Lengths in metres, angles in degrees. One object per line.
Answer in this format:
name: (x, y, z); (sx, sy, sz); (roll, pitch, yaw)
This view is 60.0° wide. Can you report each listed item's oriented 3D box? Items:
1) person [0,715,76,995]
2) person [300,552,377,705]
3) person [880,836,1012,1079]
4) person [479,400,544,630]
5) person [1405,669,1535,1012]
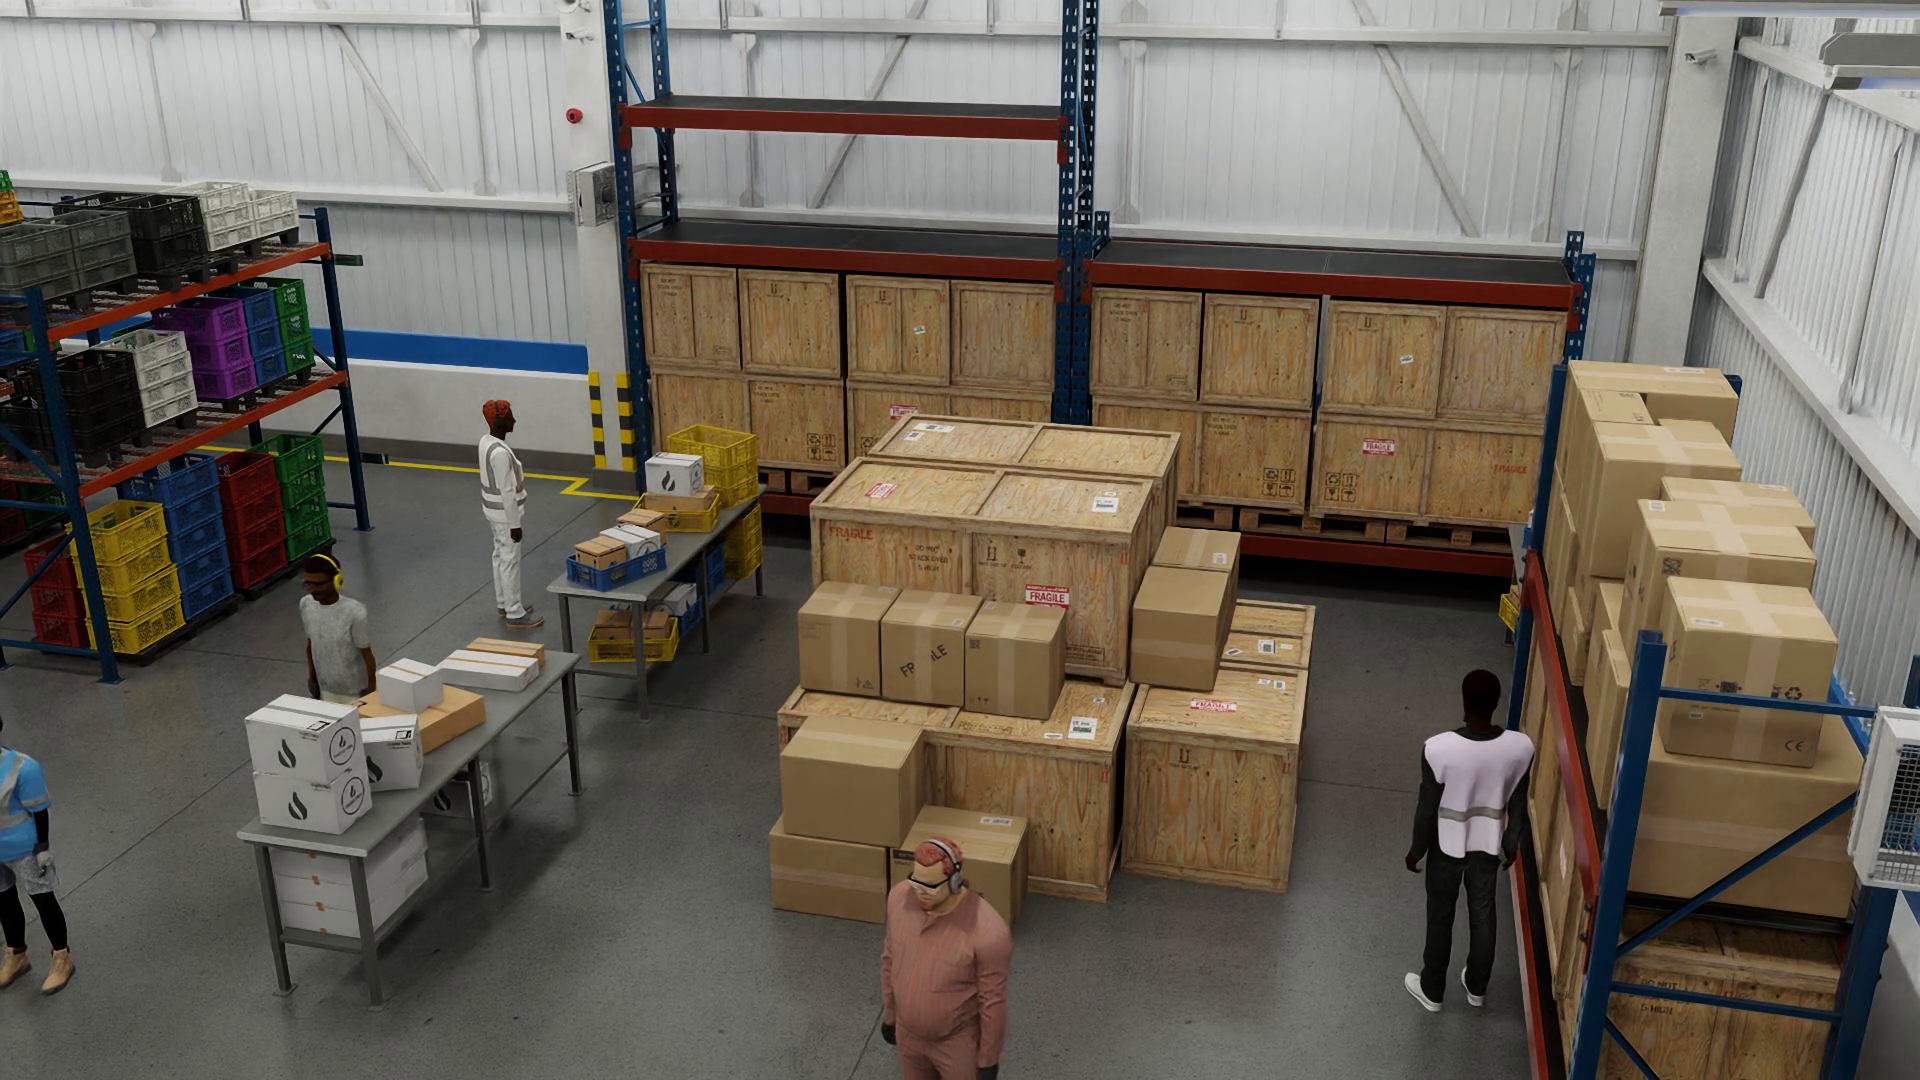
person: (-5.030, 1.621, 8.787); (0.529, 1.692, 0.321); (3, 21, 8)
person: (-3.840, 0.941, 10.345); (0.518, 1.858, 0.317); (8, 22, 21)
person: (-0.097, 2.122, 7.195); (0.639, 1.900, 0.401); (15, 26, 34)
person: (-3.628, -0.210, 13.316); (0.350, 1.882, 0.583); (-11, 23, -26)
person: (2.622, 1.577, 8.616); (0.599, 1.899, 0.376); (-3, 21, -7)
